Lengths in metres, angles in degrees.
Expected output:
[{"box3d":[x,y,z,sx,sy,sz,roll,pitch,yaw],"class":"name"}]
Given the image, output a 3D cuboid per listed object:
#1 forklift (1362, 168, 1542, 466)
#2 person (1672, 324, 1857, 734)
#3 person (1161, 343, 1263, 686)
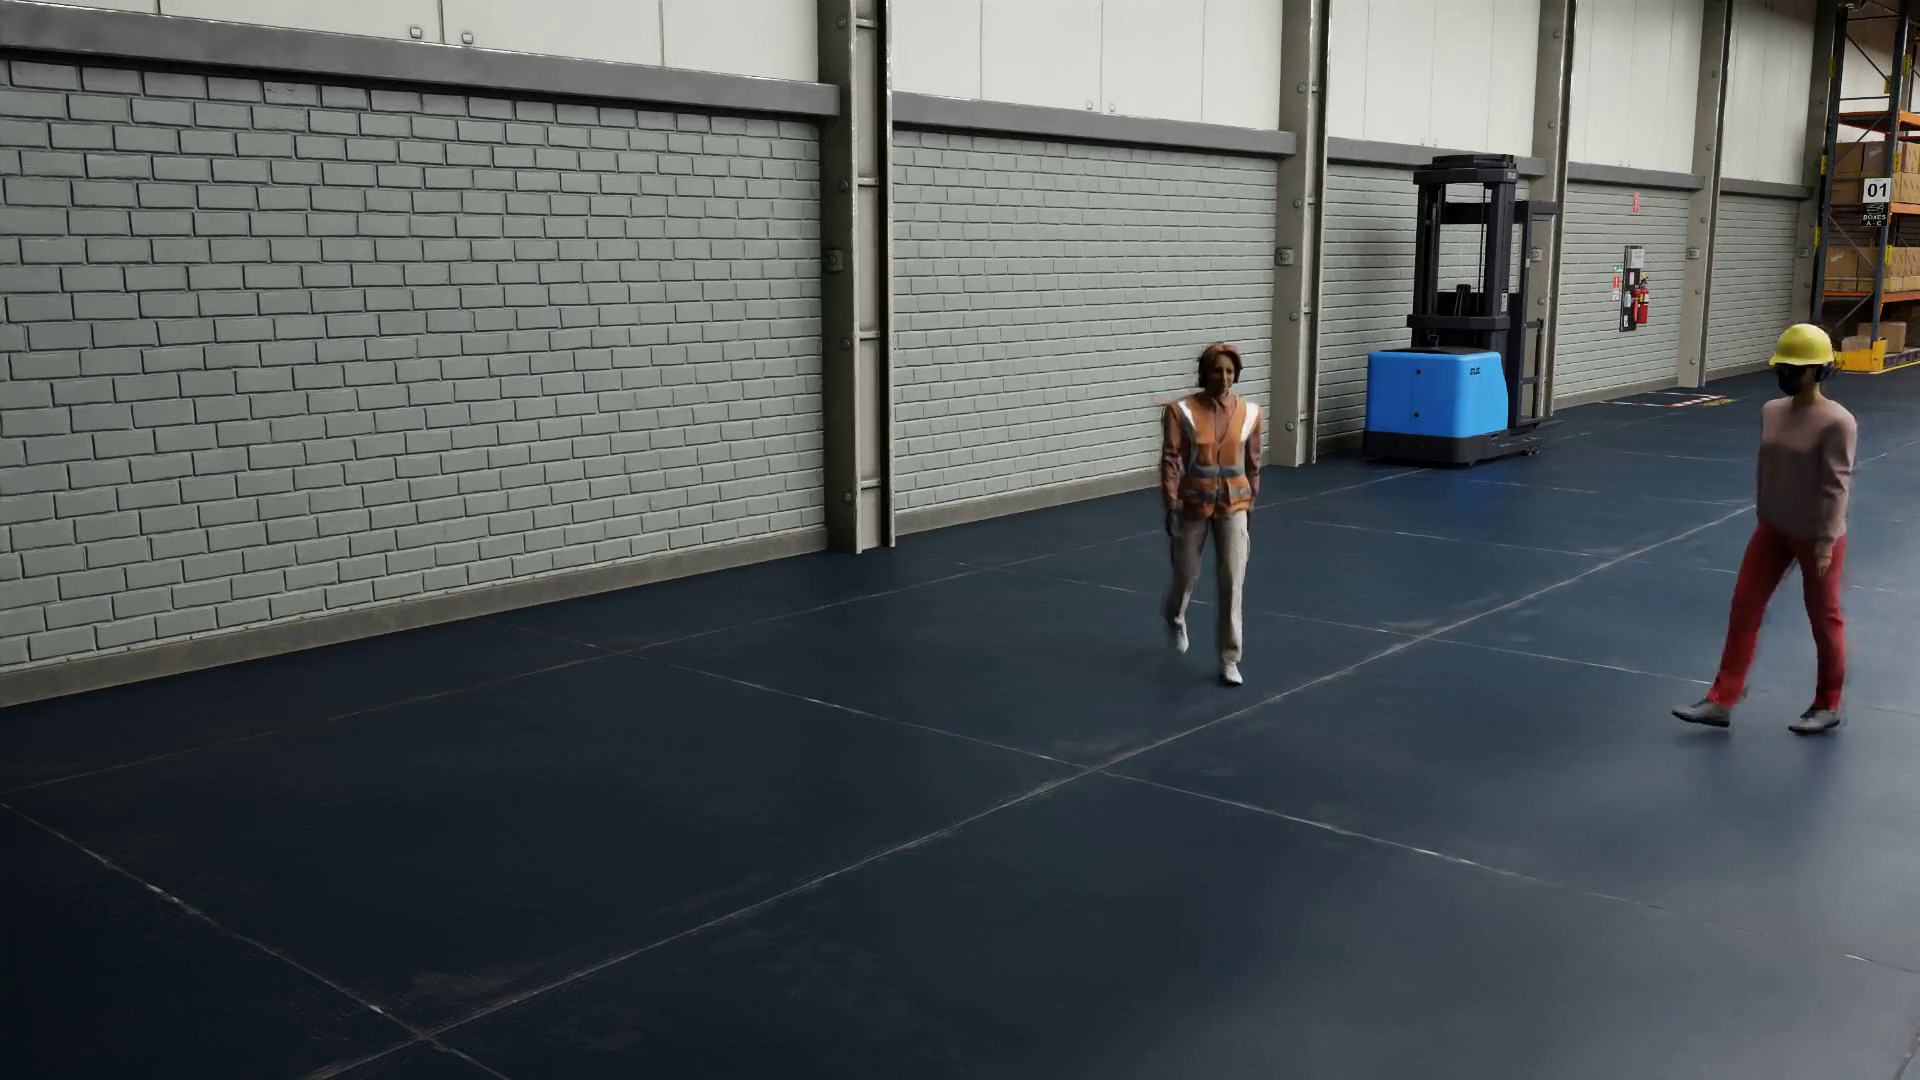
[{"box3d":[4.875,-2.212,16.287,1.129,2.768,1.873,8,13,40],"class":"forklift"},{"box3d":[3.427,-0.025,6.945,0.846,1.728,0.542,-3,10,-18],"class":"person"},{"box3d":[1.199,-0.157,8.081,0.510,1.611,0.719,-1,10,-4],"class":"person"}]
